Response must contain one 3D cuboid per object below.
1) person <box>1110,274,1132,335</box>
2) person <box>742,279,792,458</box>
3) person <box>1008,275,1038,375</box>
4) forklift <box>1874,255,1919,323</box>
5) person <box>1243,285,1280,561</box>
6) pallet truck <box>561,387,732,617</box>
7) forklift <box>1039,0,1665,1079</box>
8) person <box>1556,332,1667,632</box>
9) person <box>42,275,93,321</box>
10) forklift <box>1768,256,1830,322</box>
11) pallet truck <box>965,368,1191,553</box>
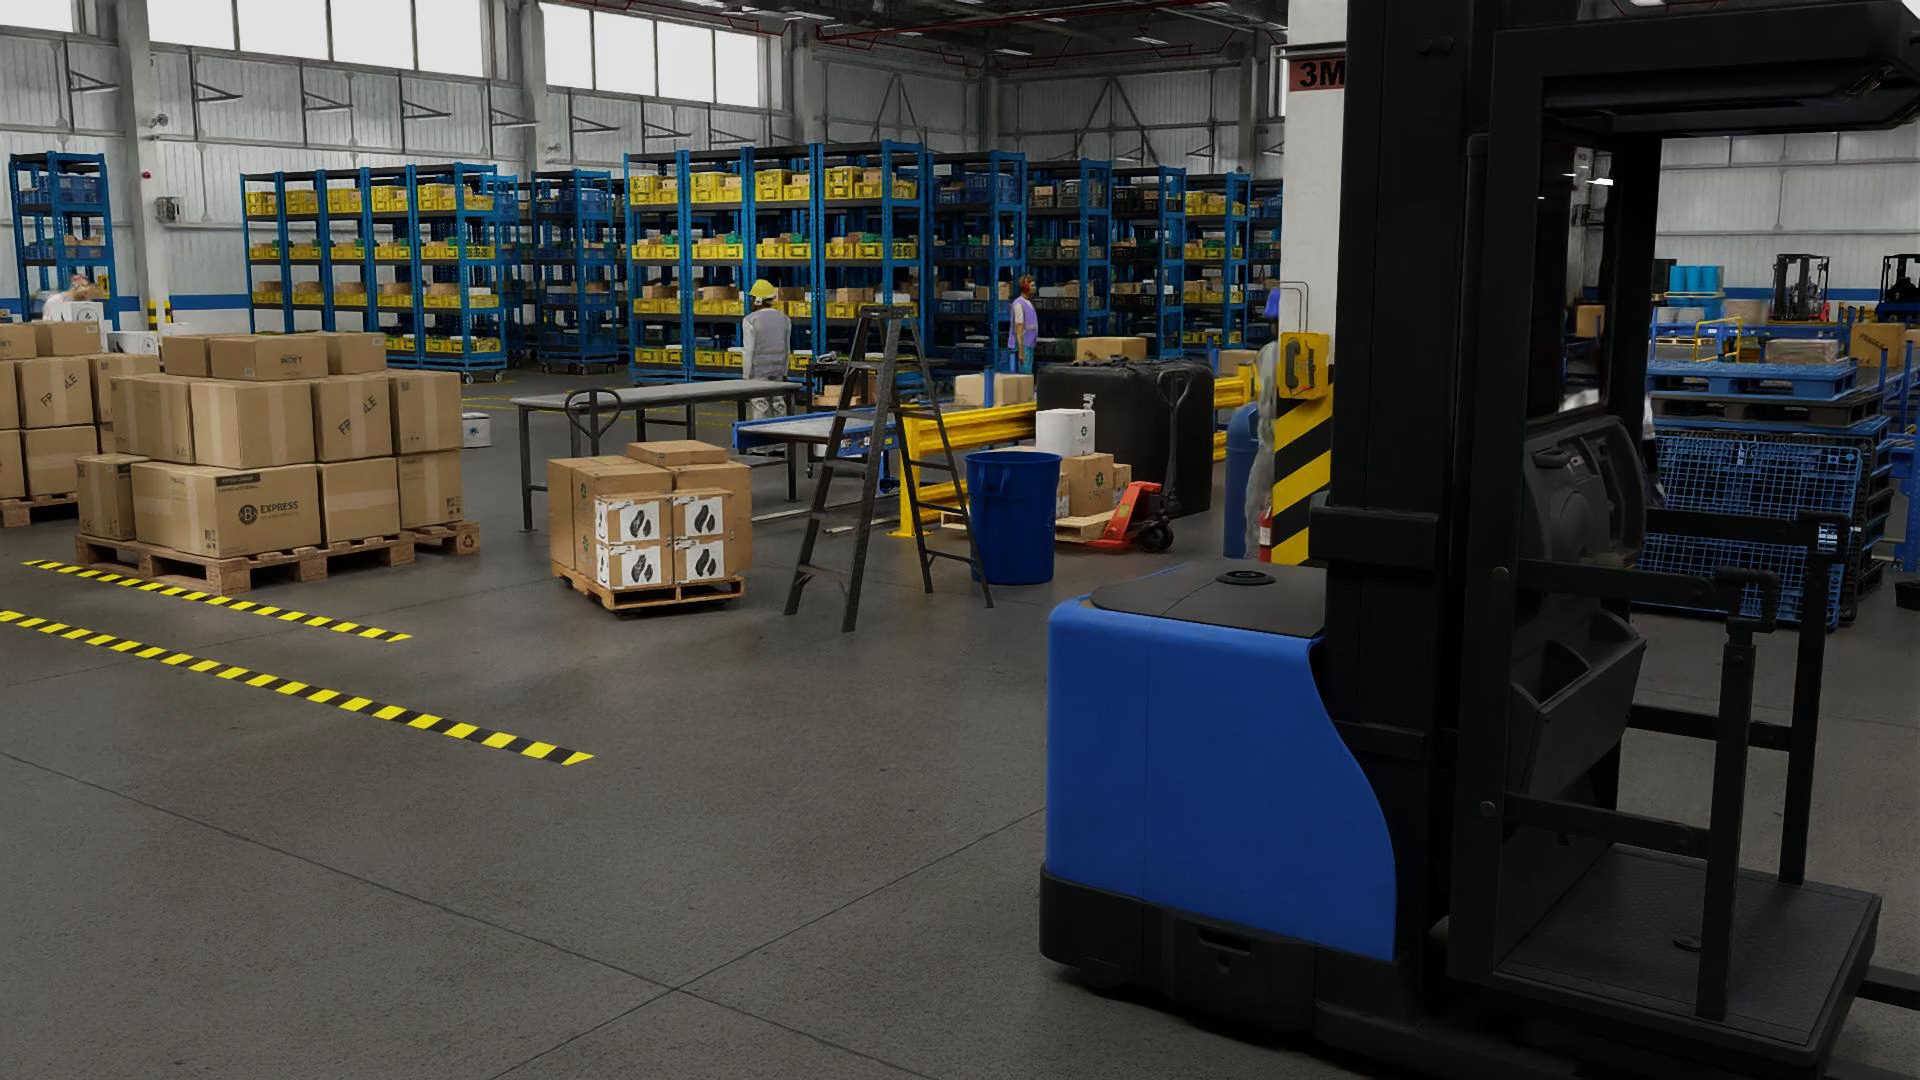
[{"bbox_3d":[3.039,-4.103,31.138,0.447,1.823,0.596,-3,10,-20],"label":"person"},{"bbox_3d":[-1.978,-1.707,16.820,0.404,1.834,0.590,9,13,43],"label":"person"},{"bbox_3d":[0.794,-2.377,20.760,0.377,1.847,0.569,2,10,13],"label":"person"},{"bbox_3d":[22.089,-5.634,38.796,1.157,1.987,2.680,6,11,33],"label":"forklift"},{"bbox_3d":[2.013,-0.564,9.840,0.968,1.904,0.615,-7,12,-34],"label":"person"},{"bbox_3d":[-1.981,-0.274,10.088,0.680,1.201,1.601,-5,11,-28],"label":"pallet truck"},{"bbox_3d":[1.249,-0.137,4.360,1.873,2.768,1.129,7,12,35],"label":"forklift"},{"bbox_3d":[3.476,-0.292,8.901,0.547,1.644,0.862,-2,10,-13],"label":"person"},{"bbox_3d":[-11.201,-2.414,21.019,0.959,1.841,0.716,6,11,31],"label":"person"},{"bbox_3d":[20.253,-5.854,40.139,1.157,1.987,2.680,7,12,35],"label":"forklift"},{"bbox_3d":[0.845,-0.609,11.869,1.630,1.274,0.653,7,12,35],"label":"pallet truck"}]
